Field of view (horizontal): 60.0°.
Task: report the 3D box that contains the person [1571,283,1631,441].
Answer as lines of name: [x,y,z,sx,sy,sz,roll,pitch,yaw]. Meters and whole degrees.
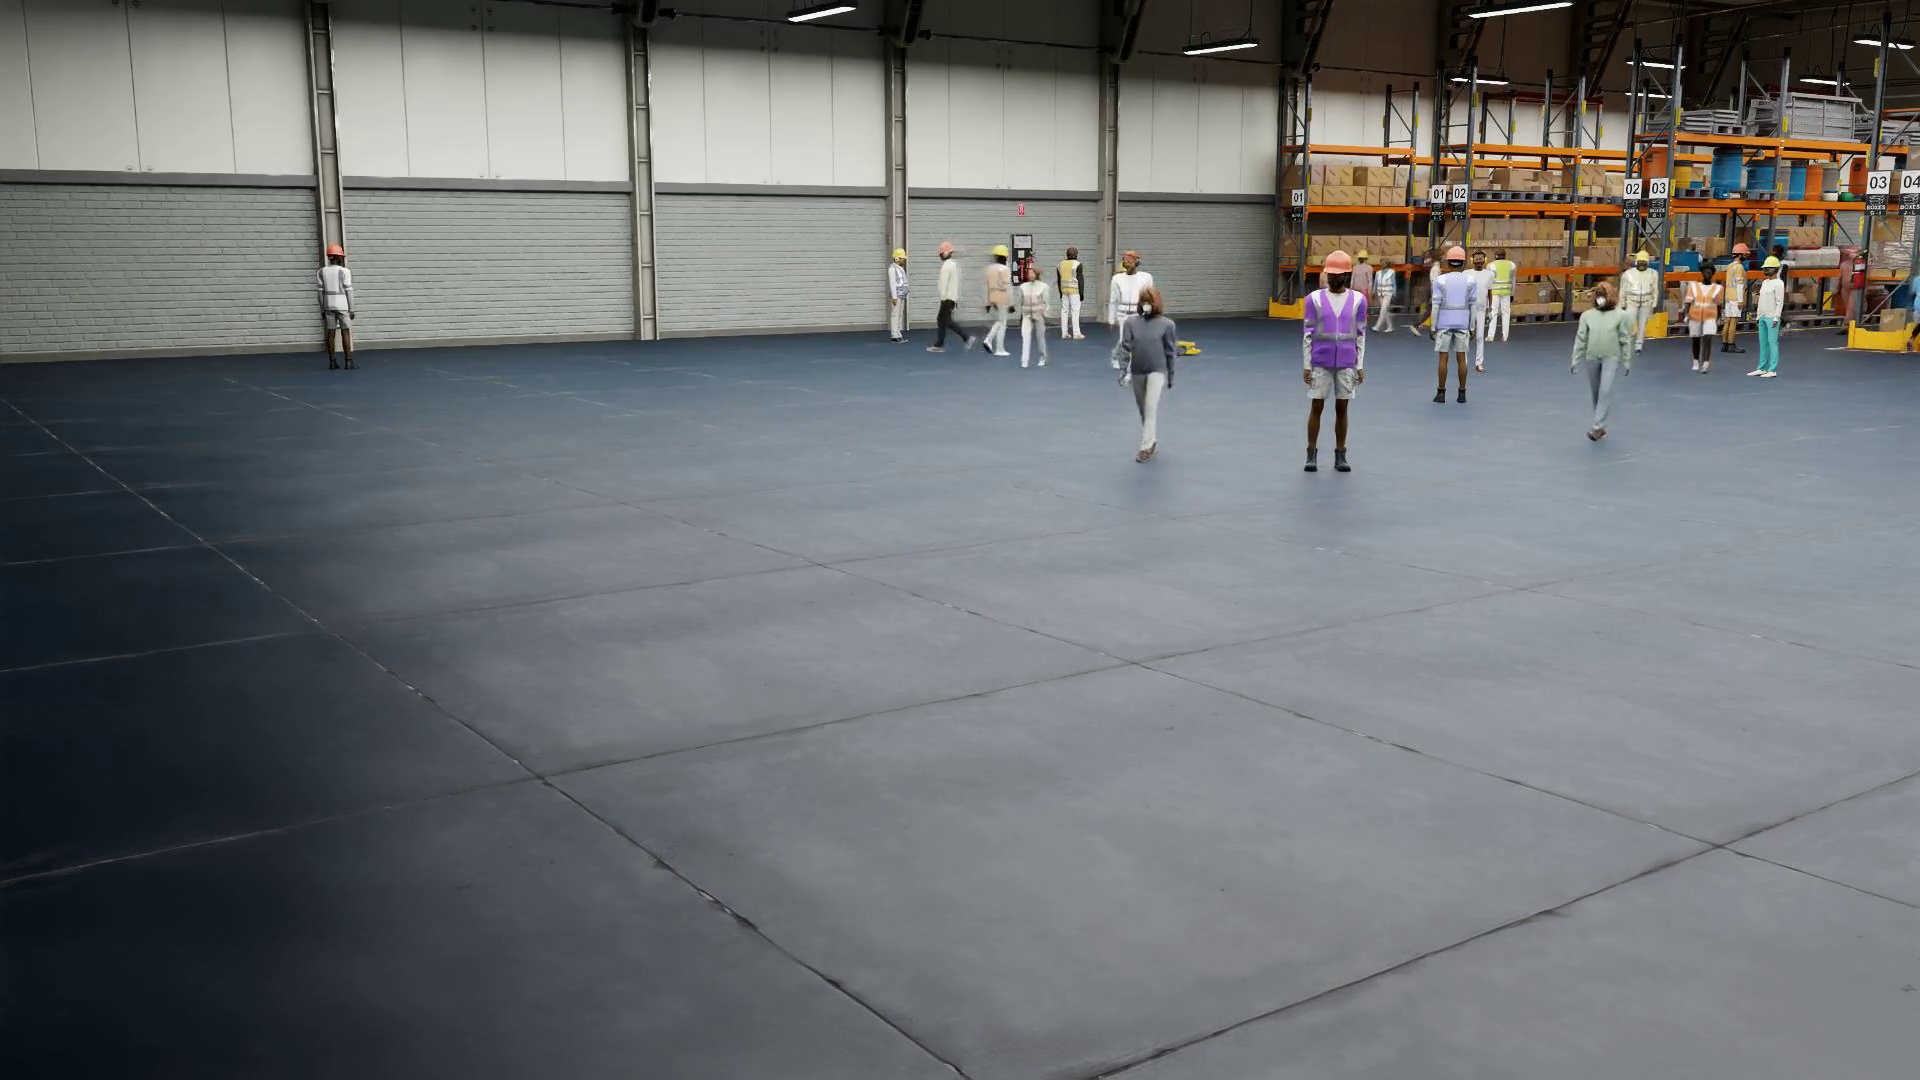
person: [6.438,-1.785,16.774,0.534,1.587,0.854,9,14,40]

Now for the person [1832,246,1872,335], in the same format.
person: [18.828,-5.257,35.100,1.009,1.862,0.655,-6,12,-30]

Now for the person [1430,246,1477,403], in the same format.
person: [6.124,-2.670,20.686,0.551,1.933,0.368,1,10,5]

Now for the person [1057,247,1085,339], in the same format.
person: [2.269,-5.002,33.726,0.625,1.844,0.429,9,13,39]

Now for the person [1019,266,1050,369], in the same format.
person: [1.189,-3.532,26.326,0.526,1.603,0.837,4,11,19]

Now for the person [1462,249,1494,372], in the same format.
person: [7.862,-3.490,25.358,0.513,1.872,0.328,2,10,8]

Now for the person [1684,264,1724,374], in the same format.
person: [11.303,-3.370,25.298,0.534,1.654,0.880,6,12,28]

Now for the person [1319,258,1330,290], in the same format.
person: [7.530,-5.028,34.484,0.787,1.603,0.536,-5,11,-26]

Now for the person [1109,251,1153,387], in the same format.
person: [2.322,-3.002,22.693,0.603,1.863,0.502,3,11,18]

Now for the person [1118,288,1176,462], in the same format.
person: [1.757,-1.551,15.507,0.497,1.595,0.862,4,11,23]

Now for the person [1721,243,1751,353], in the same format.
person: [13.814,-4.298,29.600,0.354,1.939,0.545,1,10,4]

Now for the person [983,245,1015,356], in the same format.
person: [0.696,-4.128,28.732,0.444,1.910,0.595,-7,12,-33]

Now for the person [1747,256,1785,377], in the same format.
person: [11.883,-3.273,24.456,0.315,1.769,0.525,-1,10,-6]

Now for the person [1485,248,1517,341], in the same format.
person: [10.661,-4.849,32.900,0.622,1.840,0.429,0,10,-2]

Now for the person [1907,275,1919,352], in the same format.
person: [16.876,-4.070,29.048,0.401,1.678,0.546,-5,11,-26]

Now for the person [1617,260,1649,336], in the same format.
person: [13.490,-4.845,33.553,0.863,1.581,0.524,3,11,16]

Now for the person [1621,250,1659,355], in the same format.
person: [11.797,-4.102,28.854,0.596,1.812,0.545,3,11,16]

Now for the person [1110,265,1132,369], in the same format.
person: [2.540,-3.458,25.653,0.484,1.700,0.885,-6,12,-29]

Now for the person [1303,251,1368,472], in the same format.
person: [3.284,-1.557,14.587,0.547,1.934,0.376,1,10,5]

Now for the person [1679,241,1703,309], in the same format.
person: [18.060,-6.411,41.189,0.373,1.940,0.628,-4,11,-21]

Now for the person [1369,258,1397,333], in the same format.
person: [9.046,-5.238,35.672,0.855,1.589,0.535,-7,12,-33]

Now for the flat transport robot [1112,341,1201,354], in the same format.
flat transport robot: [3.426,-3.352,28.988,1.431,0.197,0.652,-5,11,-23]

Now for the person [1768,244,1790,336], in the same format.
person: [16.480,-4.999,33.529,0.542,1.905,0.612,0,10,-1]

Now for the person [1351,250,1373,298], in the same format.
person: [9.022,-5.641,37.438,0.553,1.753,0.350,10,14,42]

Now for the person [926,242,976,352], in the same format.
person: [-0.159,-4.306,29.578,0.851,1.967,0.624,2,11,11]

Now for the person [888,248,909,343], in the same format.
person: [-1.198,-4.763,32.452,0.403,1.829,0.588,3,11,14]

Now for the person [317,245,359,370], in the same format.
person: [-9.672,-3.609,25.849,0.542,1.931,0.375,1,10,6]

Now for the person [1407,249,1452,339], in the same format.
person: [9.520,-4.965,33.627,0.821,1.811,0.498,1,10,4]
